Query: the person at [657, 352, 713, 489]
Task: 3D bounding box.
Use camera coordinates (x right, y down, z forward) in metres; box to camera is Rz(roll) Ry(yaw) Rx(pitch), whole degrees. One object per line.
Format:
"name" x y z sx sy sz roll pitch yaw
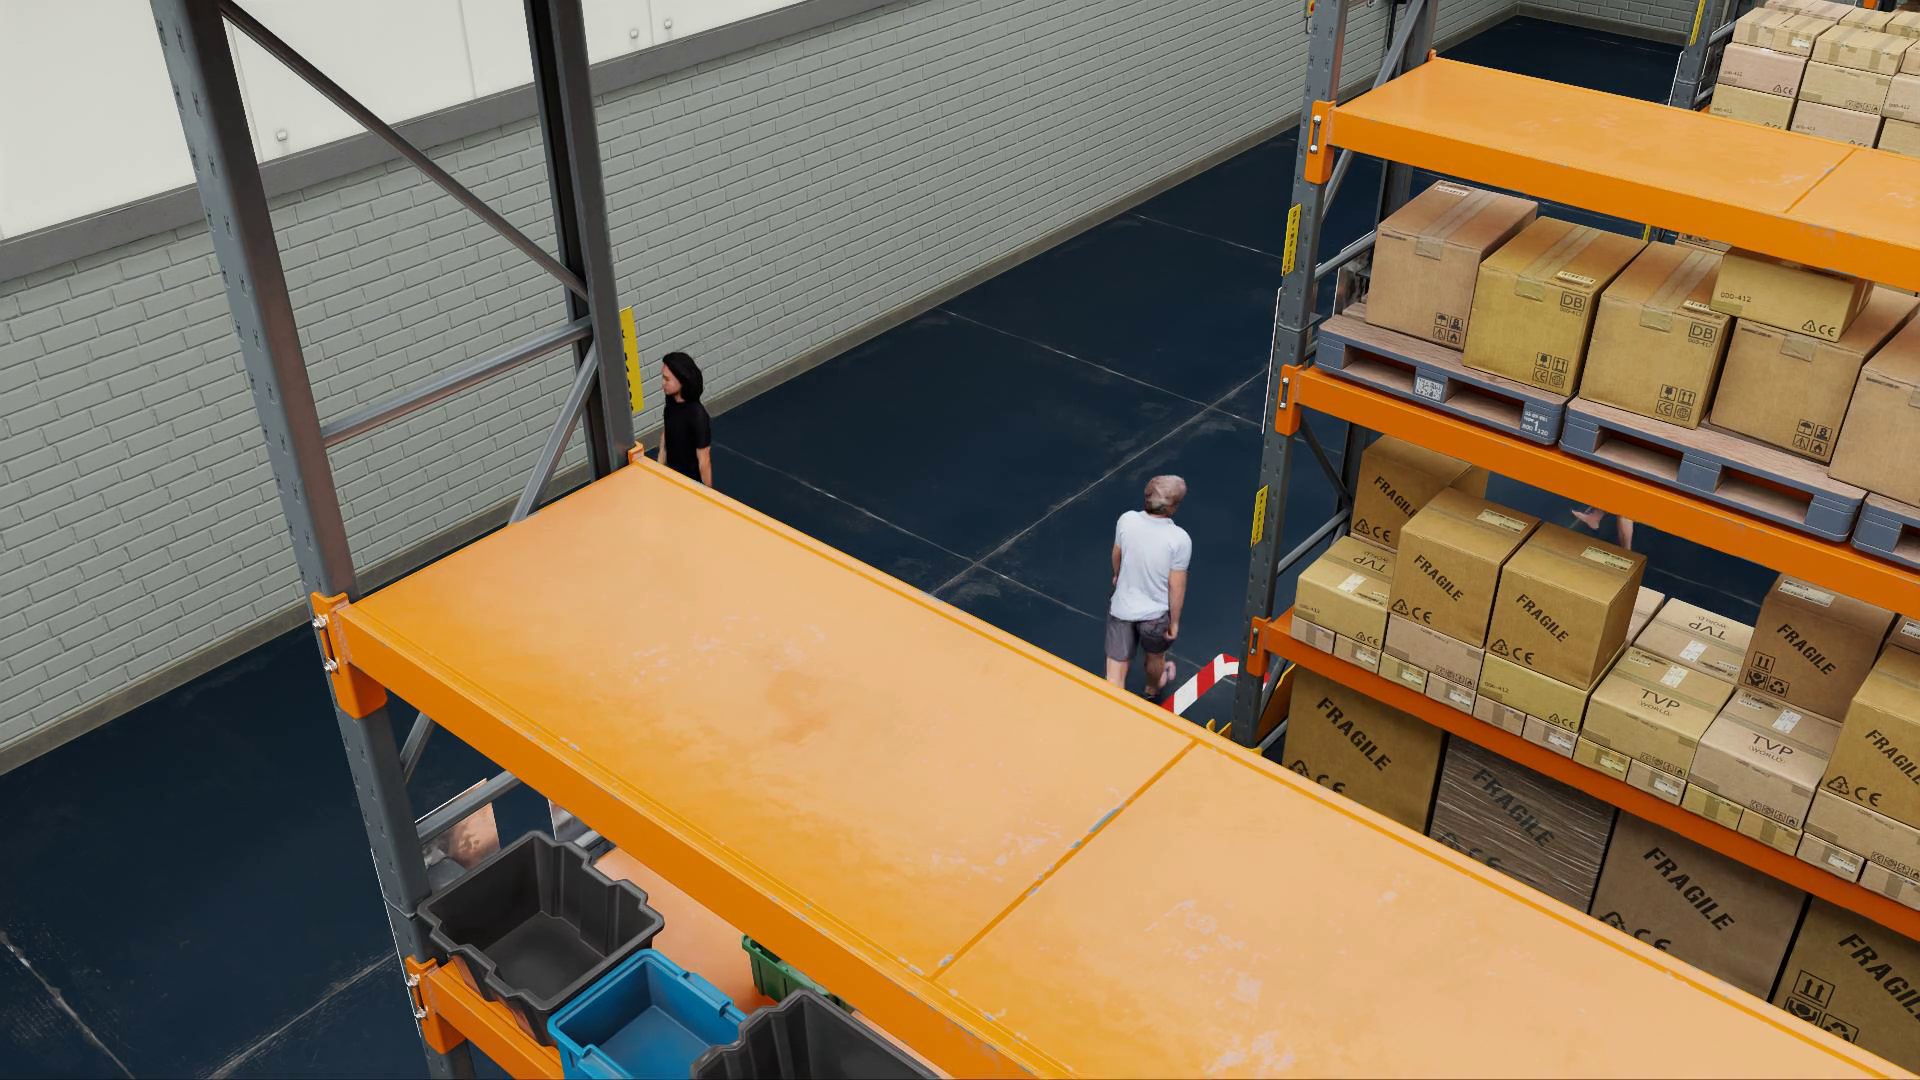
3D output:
"person" -1.722 -0.447 10.932 0.948 1.809 1.054 -16 36 -23

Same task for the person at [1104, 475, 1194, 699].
"person" 1.014 0.479 9.536 1.140 1.779 0.941 13 35 19
